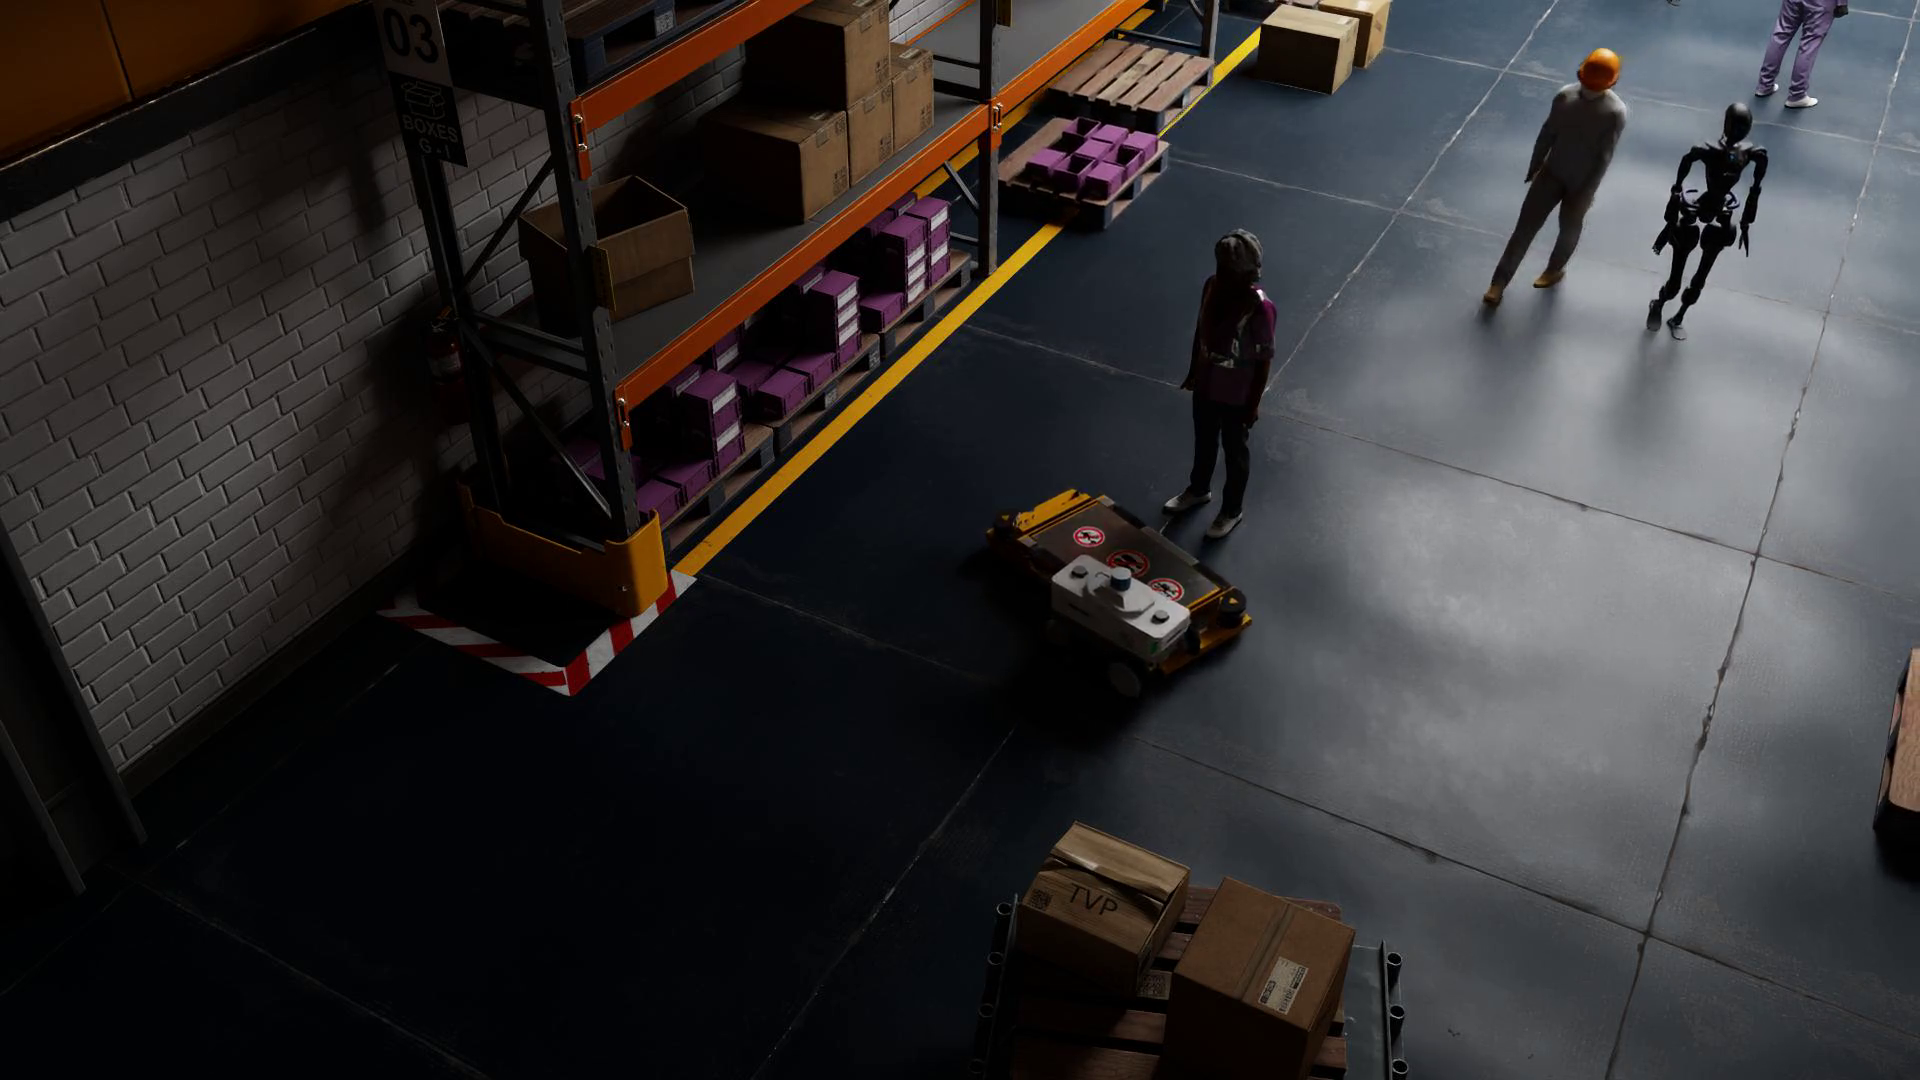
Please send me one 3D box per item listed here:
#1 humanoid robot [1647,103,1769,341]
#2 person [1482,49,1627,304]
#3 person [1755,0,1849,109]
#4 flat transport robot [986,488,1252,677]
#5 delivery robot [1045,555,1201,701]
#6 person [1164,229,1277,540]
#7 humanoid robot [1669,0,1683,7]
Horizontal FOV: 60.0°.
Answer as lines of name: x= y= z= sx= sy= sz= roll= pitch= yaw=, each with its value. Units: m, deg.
humanoid robot: x=4.772 y=-2.022 z=10.626 sx=0.585 sy=1.645 sz=0.344 roll=3 pitch=39 yaw=3
person: x=3.961 y=-2.369 z=10.936 sx=0.577 sy=1.823 sz=0.949 roll=28 pitch=46 yaw=30
person: x=6.955 y=-4.475 z=13.503 sx=0.409 sy=1.910 sz=0.638 roll=-21 pitch=43 yaw=-24
flat transport robot: x=0.840 y=0.173 z=9.003 sx=0.659 sy=0.231 sz=1.431 roll=-26 pitch=46 yaw=-29
delivery robot: x=0.814 y=0.398 z=8.488 sx=0.790 sy=0.589 sz=0.499 roll=29 pitch=47 yaw=31
person: x=1.427 y=-0.842 z=9.008 sx=0.321 sy=1.845 sz=0.524 roll=-26 pitch=45 yaw=-29
humanoid robot: x=6.704 y=-5.873 z=15.453 sx=0.583 sy=1.638 sz=0.632 roll=-6 pitch=39 yaw=-7
